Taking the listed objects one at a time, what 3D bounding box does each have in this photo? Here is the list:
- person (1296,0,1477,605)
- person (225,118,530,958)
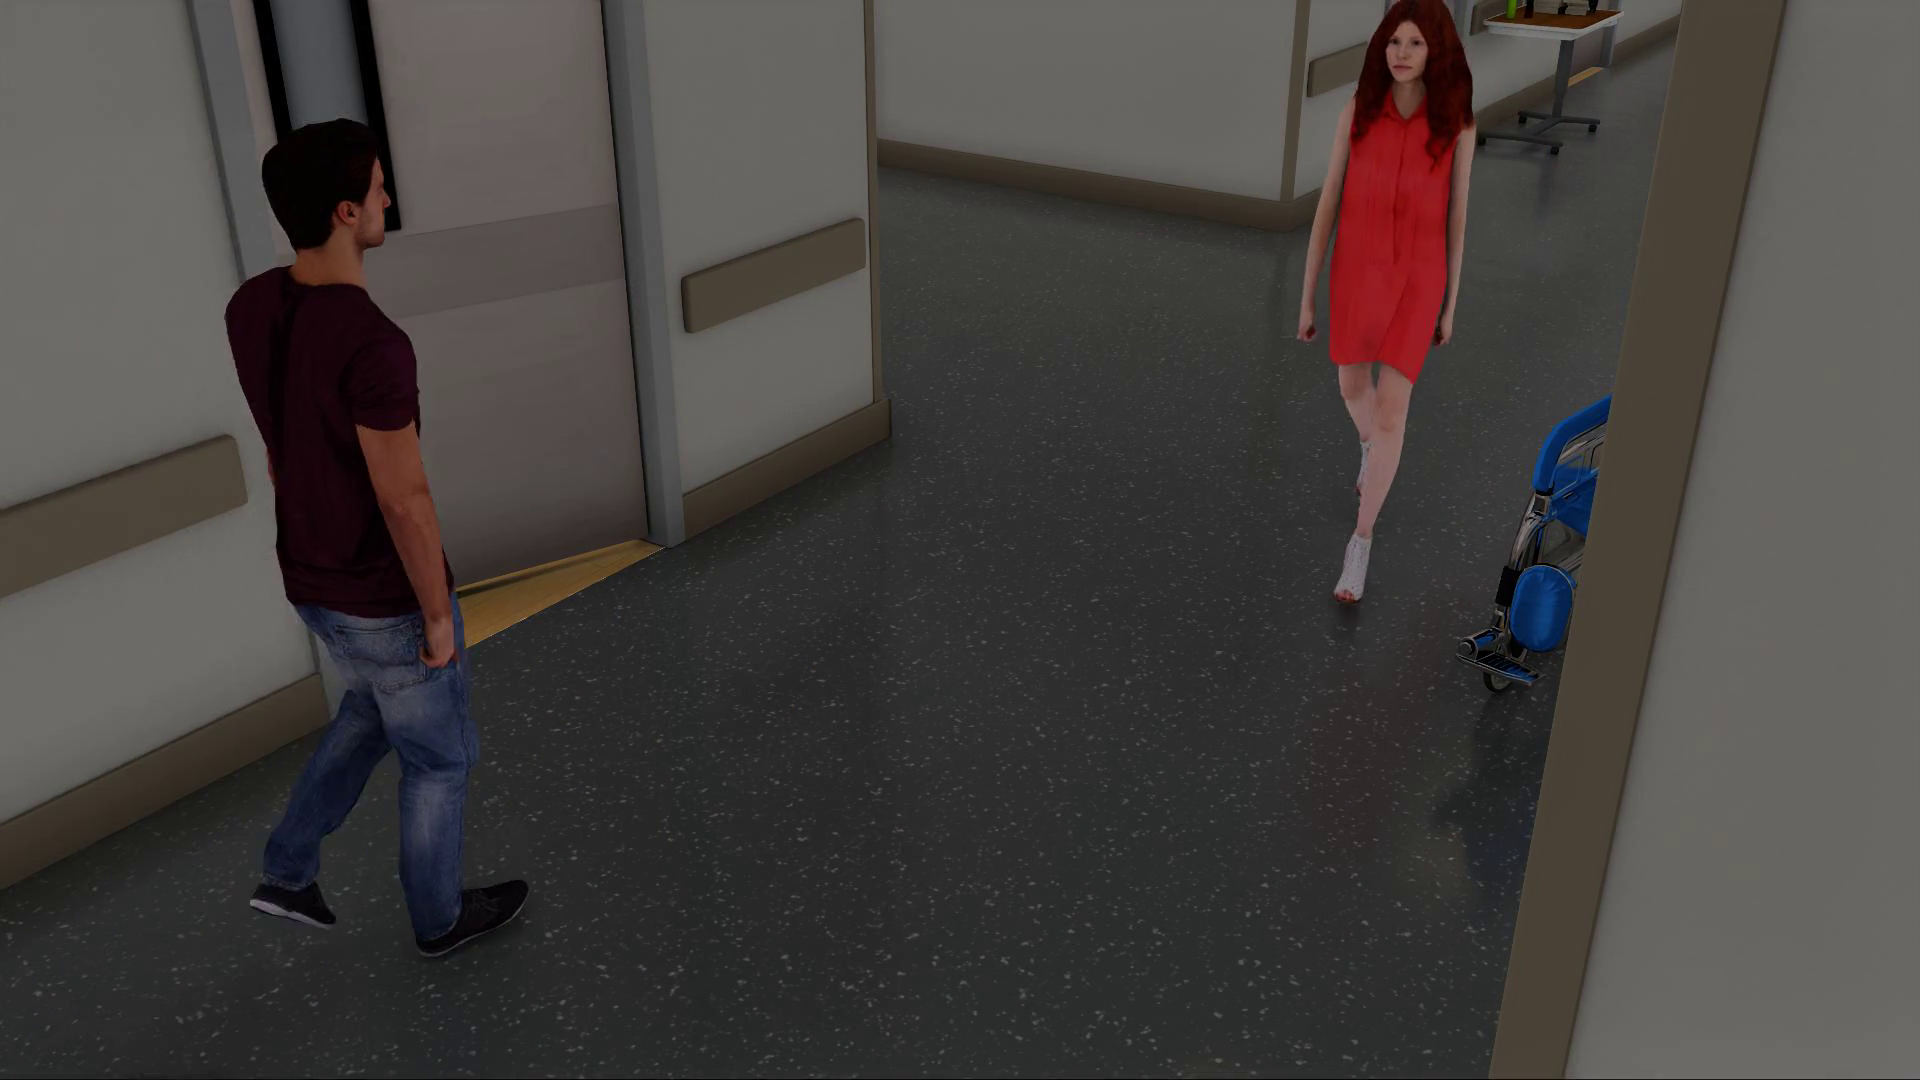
[{"bbox_3d":[1.339,-0.760,5.200,0.756,1.790,1.197,12,28,24],"label":"person"},{"bbox_3d":[-1.265,0.104,3.354,0.656,1.837,0.771,17,31,31],"label":"person"}]
